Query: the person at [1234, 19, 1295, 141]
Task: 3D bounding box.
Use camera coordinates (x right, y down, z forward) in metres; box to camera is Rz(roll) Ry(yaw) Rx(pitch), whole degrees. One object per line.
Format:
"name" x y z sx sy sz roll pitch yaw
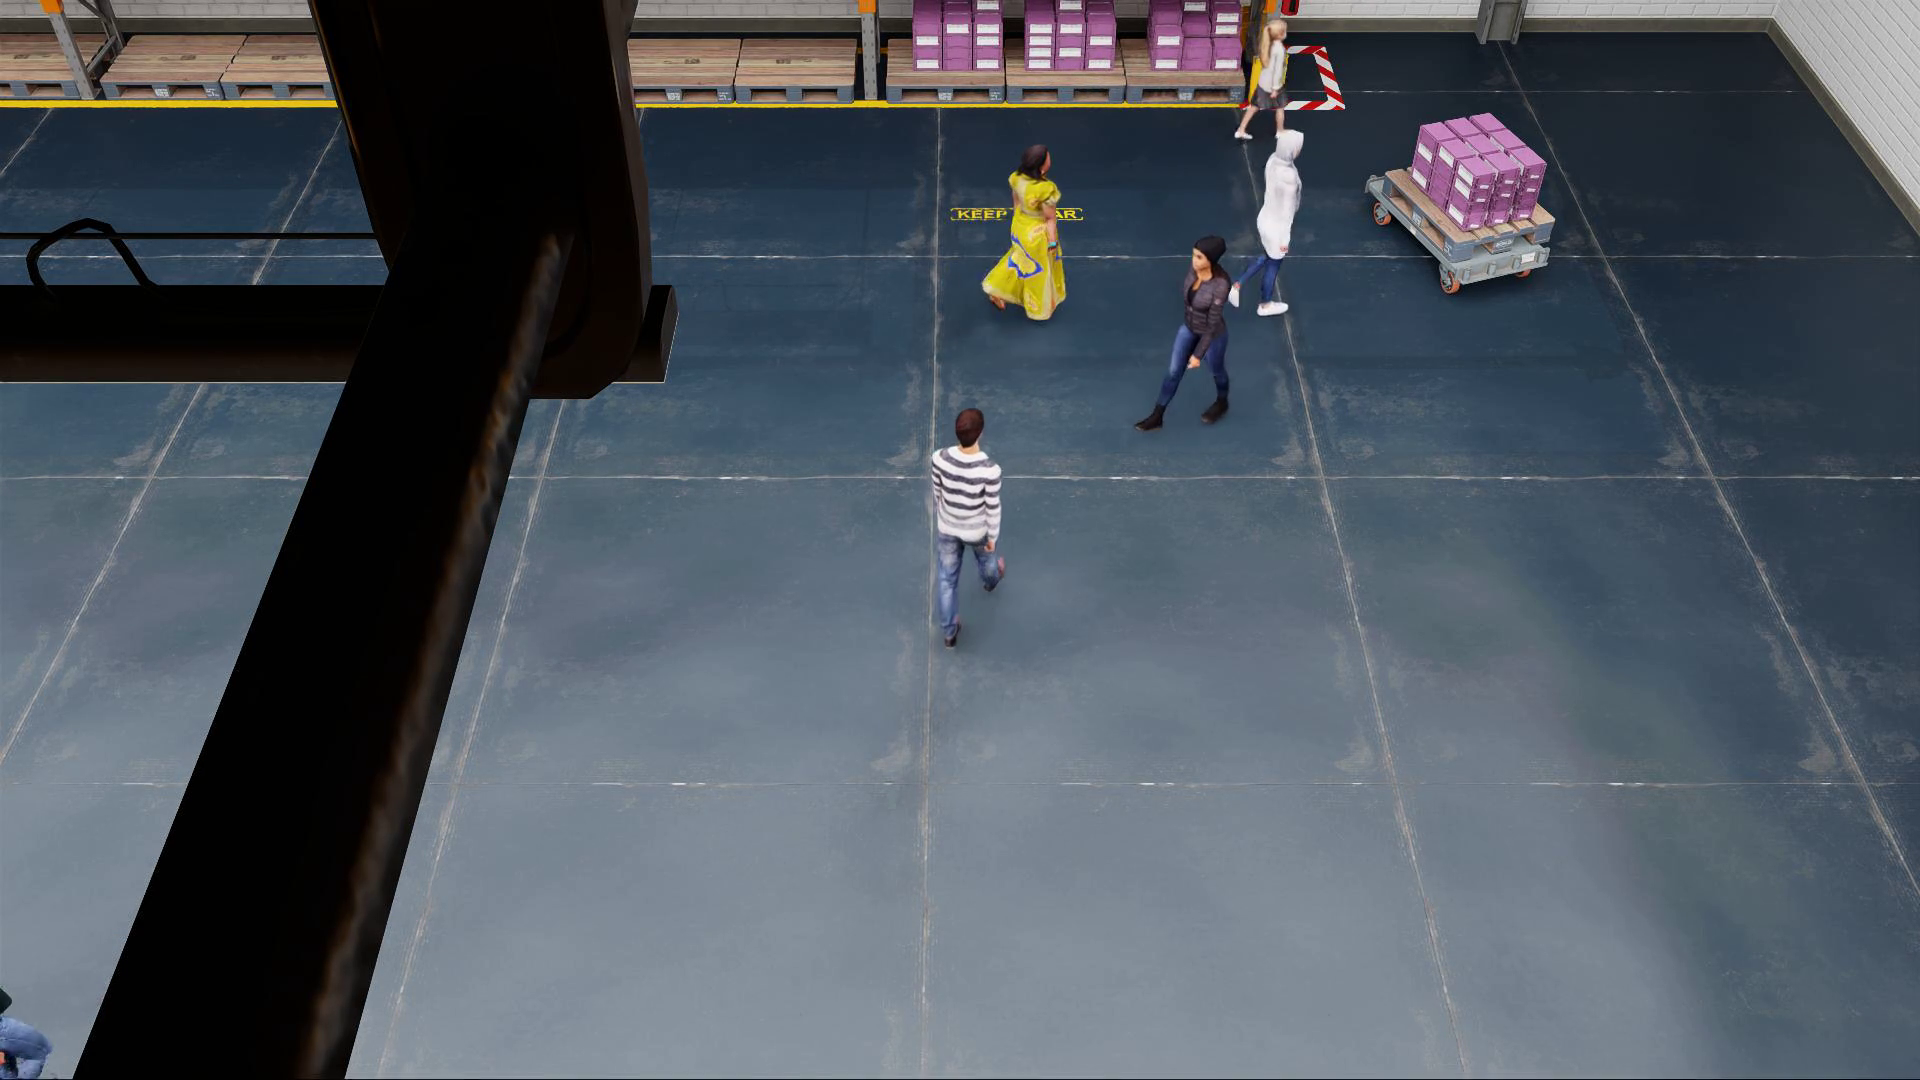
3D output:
"person" 2.928 -4.383 15.961 0.930 1.249 0.713 -15 46 -15

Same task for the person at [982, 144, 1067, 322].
"person" 0.552 -2.485 13.683 1.206 1.644 1.100 -25 49 -24

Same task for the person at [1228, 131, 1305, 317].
"person" 2.509 -2.566 13.677 0.901 1.769 0.748 -9 44 -10

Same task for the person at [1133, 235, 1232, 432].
"person" 1.940 -1.569 12.677 1.196 1.705 1.035 -27 50 -25

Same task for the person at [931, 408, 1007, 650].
"person" 0.000 -0.027 10.981 1.115 1.811 0.931 11 45 11
